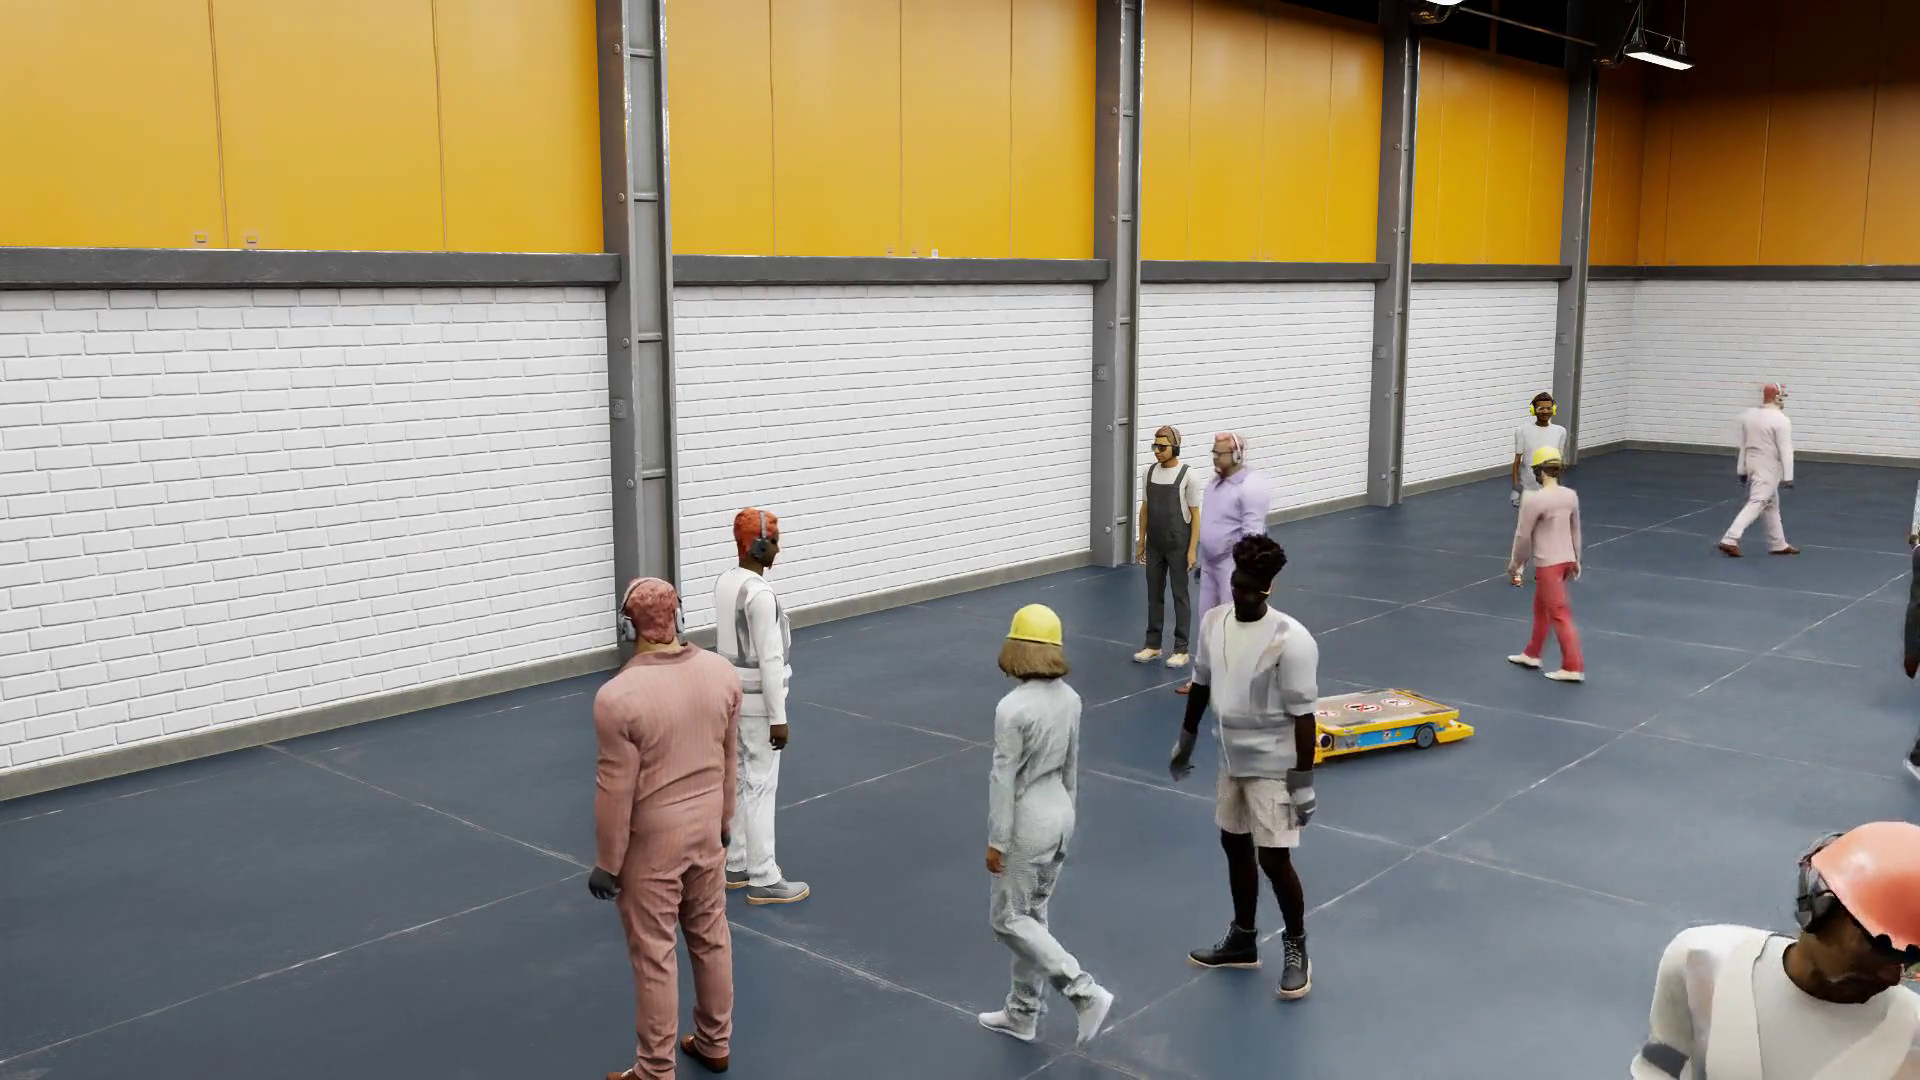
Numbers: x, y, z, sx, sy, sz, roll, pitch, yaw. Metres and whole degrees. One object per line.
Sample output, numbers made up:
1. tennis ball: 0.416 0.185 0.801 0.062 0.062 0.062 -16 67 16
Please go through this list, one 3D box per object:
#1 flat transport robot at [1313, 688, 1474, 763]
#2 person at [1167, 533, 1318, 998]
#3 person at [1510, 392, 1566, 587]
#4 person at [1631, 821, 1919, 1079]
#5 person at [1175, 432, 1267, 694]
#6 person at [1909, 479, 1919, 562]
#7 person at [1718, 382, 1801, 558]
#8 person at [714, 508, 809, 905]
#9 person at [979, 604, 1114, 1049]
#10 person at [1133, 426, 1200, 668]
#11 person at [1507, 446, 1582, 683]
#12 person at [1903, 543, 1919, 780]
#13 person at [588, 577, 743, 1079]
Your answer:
1. flat transport robot: 2.498 1.167 10.569 1.431 0.197 0.652 -4 10 -26
2. person: 1.212 0.911 6.965 0.432 1.948 0.806 -5 10 -28
3. person: 5.537 -0.482 15.915 0.521 1.873 0.328 0 9 1
4. person: 1.605 1.475 3.327 0.708 1.975 0.386 8 12 43
5. person: 1.917 0.171 11.764 0.708 1.890 0.669 -3 10 -21
6. person: 7.911 -0.084 13.279 0.571 1.914 0.485 2 9 12
7. person: 8.472 -0.734 17.538 0.983 1.867 0.660 -1 9 -7
8. person: -0.969 0.784 7.922 0.356 1.886 0.574 -5 10 -30
9. person: 0.341 1.114 6.357 0.557 1.716 0.515 7 11 36
10. person: 1.579 0.049 12.663 0.516 1.843 0.327 7 12 38
11. person: 4.282 0.167 12.288 0.521 1.718 0.798 -7 11 -36
12. person: 5.590 0.590 9.287 0.605 1.849 1.007 0 9 -2
13. person: -1.085 1.075 6.046 0.404 1.903 0.636 8 12 39
